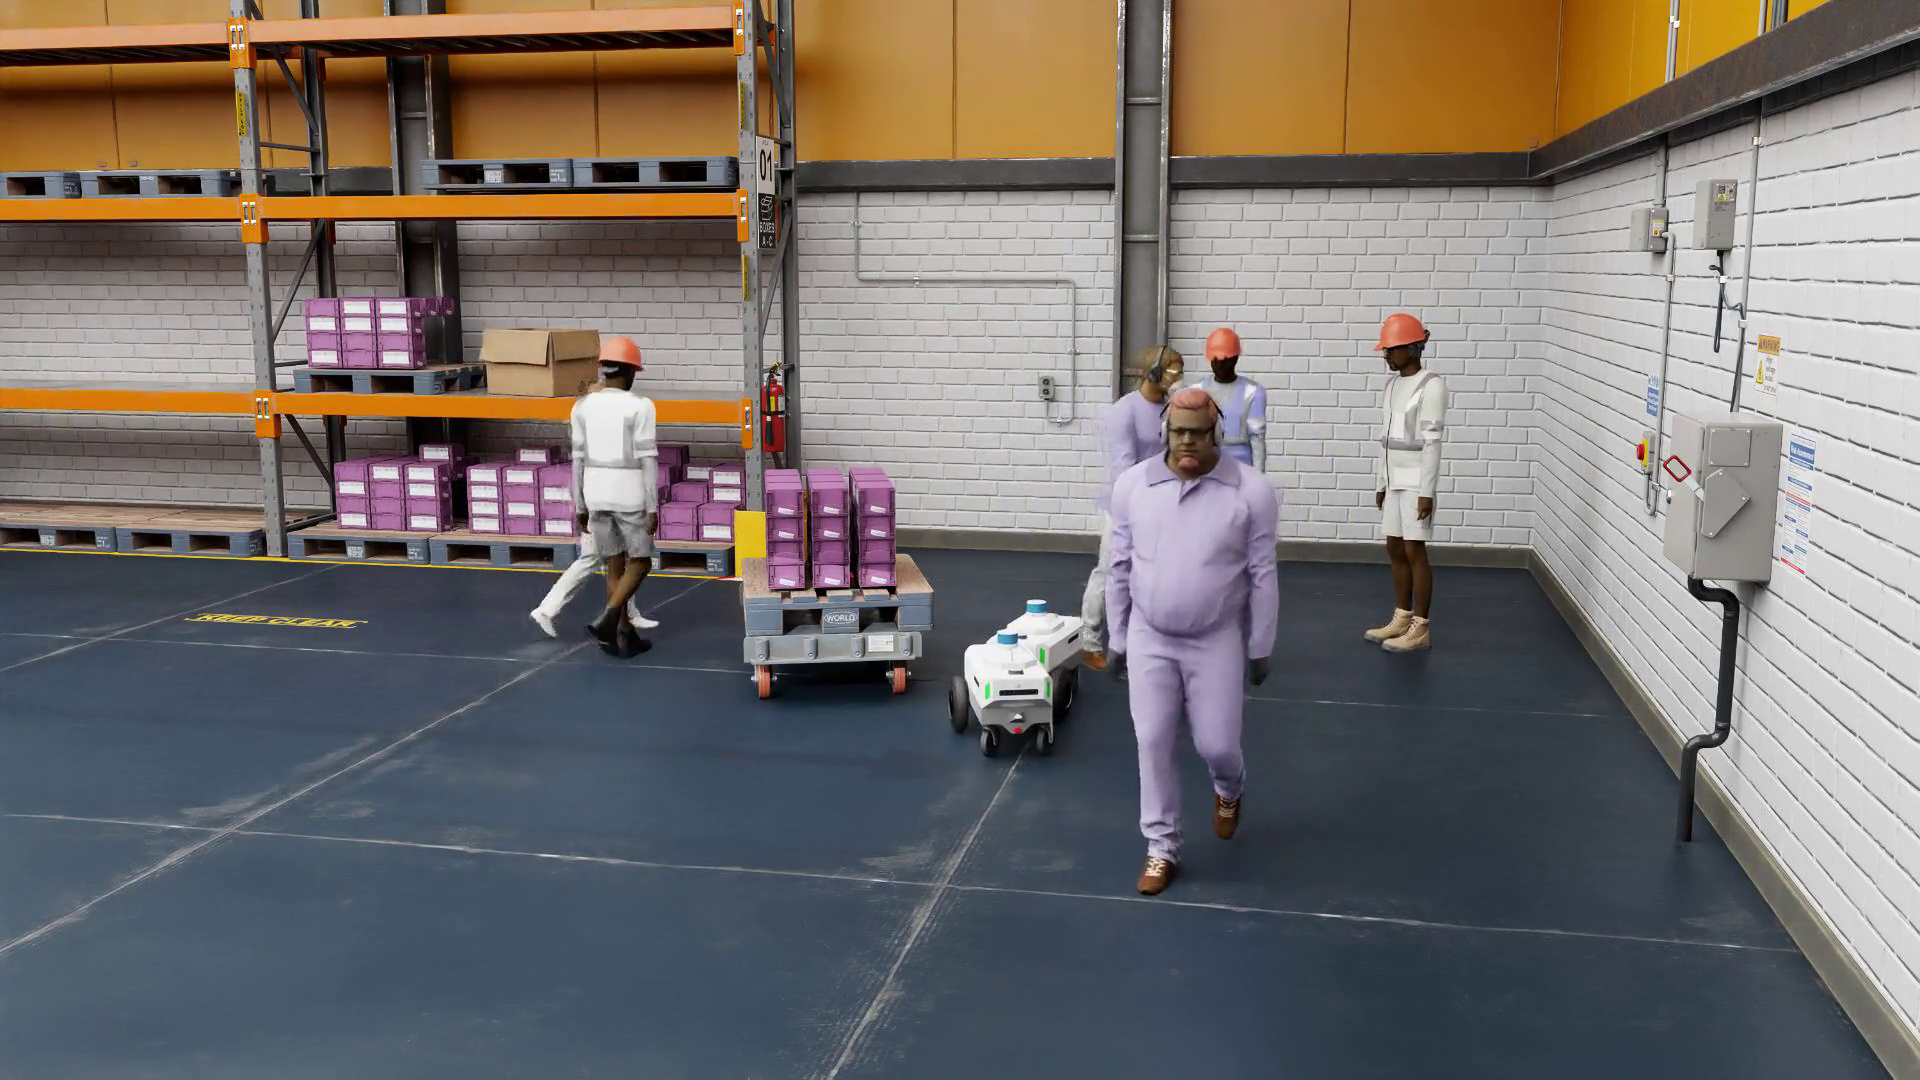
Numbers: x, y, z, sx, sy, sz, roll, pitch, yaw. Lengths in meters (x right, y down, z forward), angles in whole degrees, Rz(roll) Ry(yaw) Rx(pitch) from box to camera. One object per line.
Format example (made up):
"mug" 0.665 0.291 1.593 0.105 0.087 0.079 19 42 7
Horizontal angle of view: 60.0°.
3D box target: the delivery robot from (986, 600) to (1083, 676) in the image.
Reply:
"delivery robot" 0.400 0.558 8.731 0.477 0.478 0.707 4 10 21

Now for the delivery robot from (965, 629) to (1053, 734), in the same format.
"delivery robot" 0.228 0.676 8.018 0.477 0.478 0.707 -1 10 -7

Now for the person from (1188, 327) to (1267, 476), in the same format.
"person" 1.750 -0.455 11.021 0.555 1.912 0.478 3 10 18

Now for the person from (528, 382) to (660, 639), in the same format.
"person" -2.299 -0.181 10.324 0.798 1.607 0.529 -4 10 -24

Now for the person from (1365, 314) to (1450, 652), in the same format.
"person" 2.673 -0.344 10.041 0.409 2.028 0.615 -3 10 -15

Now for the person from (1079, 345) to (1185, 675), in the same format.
"person" 1.040 -0.132 9.181 0.663 1.870 1.069 -8 12 -38

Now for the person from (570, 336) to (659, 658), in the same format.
"person" -2.021 -0.228 9.690 0.559 1.904 0.620 3 10 16

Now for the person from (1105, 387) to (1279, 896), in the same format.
"person" 0.874 0.351 6.280 0.643 1.882 0.657 3 10 19
